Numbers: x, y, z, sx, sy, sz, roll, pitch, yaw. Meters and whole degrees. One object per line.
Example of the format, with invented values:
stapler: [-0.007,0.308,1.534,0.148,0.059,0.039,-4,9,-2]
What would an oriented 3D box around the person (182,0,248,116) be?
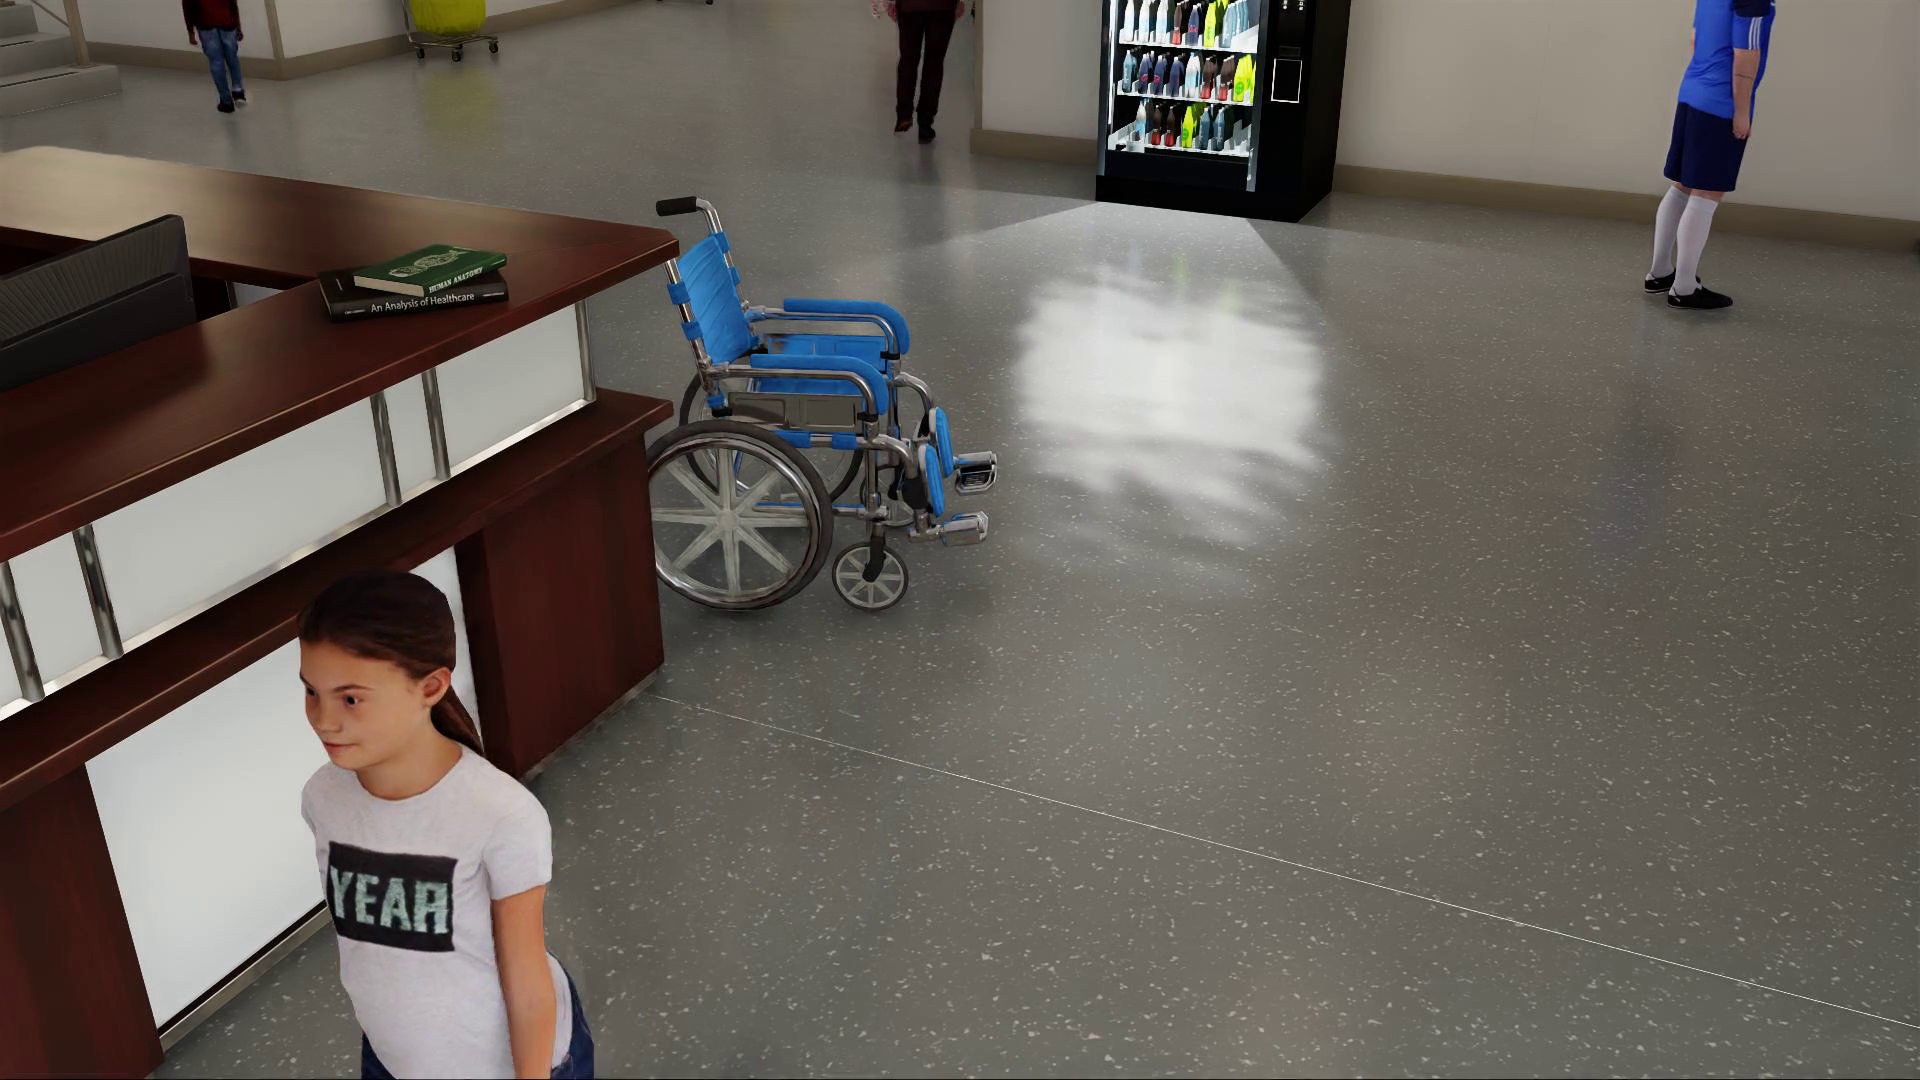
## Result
person: [-5.281,-3.661,11.836,0.583,1.249,0.598,-19,32,-35]

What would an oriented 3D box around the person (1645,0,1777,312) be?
person: [3.517,-2.015,7.740,0.719,1.841,0.747,0,26,-1]

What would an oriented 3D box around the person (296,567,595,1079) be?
person: [-0.666,0.722,2.434,1.044,1.520,0.734,6,26,13]

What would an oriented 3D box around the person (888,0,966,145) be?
person: [-0.209,-3.506,10.833,0.696,1.840,0.835,1,26,1]
